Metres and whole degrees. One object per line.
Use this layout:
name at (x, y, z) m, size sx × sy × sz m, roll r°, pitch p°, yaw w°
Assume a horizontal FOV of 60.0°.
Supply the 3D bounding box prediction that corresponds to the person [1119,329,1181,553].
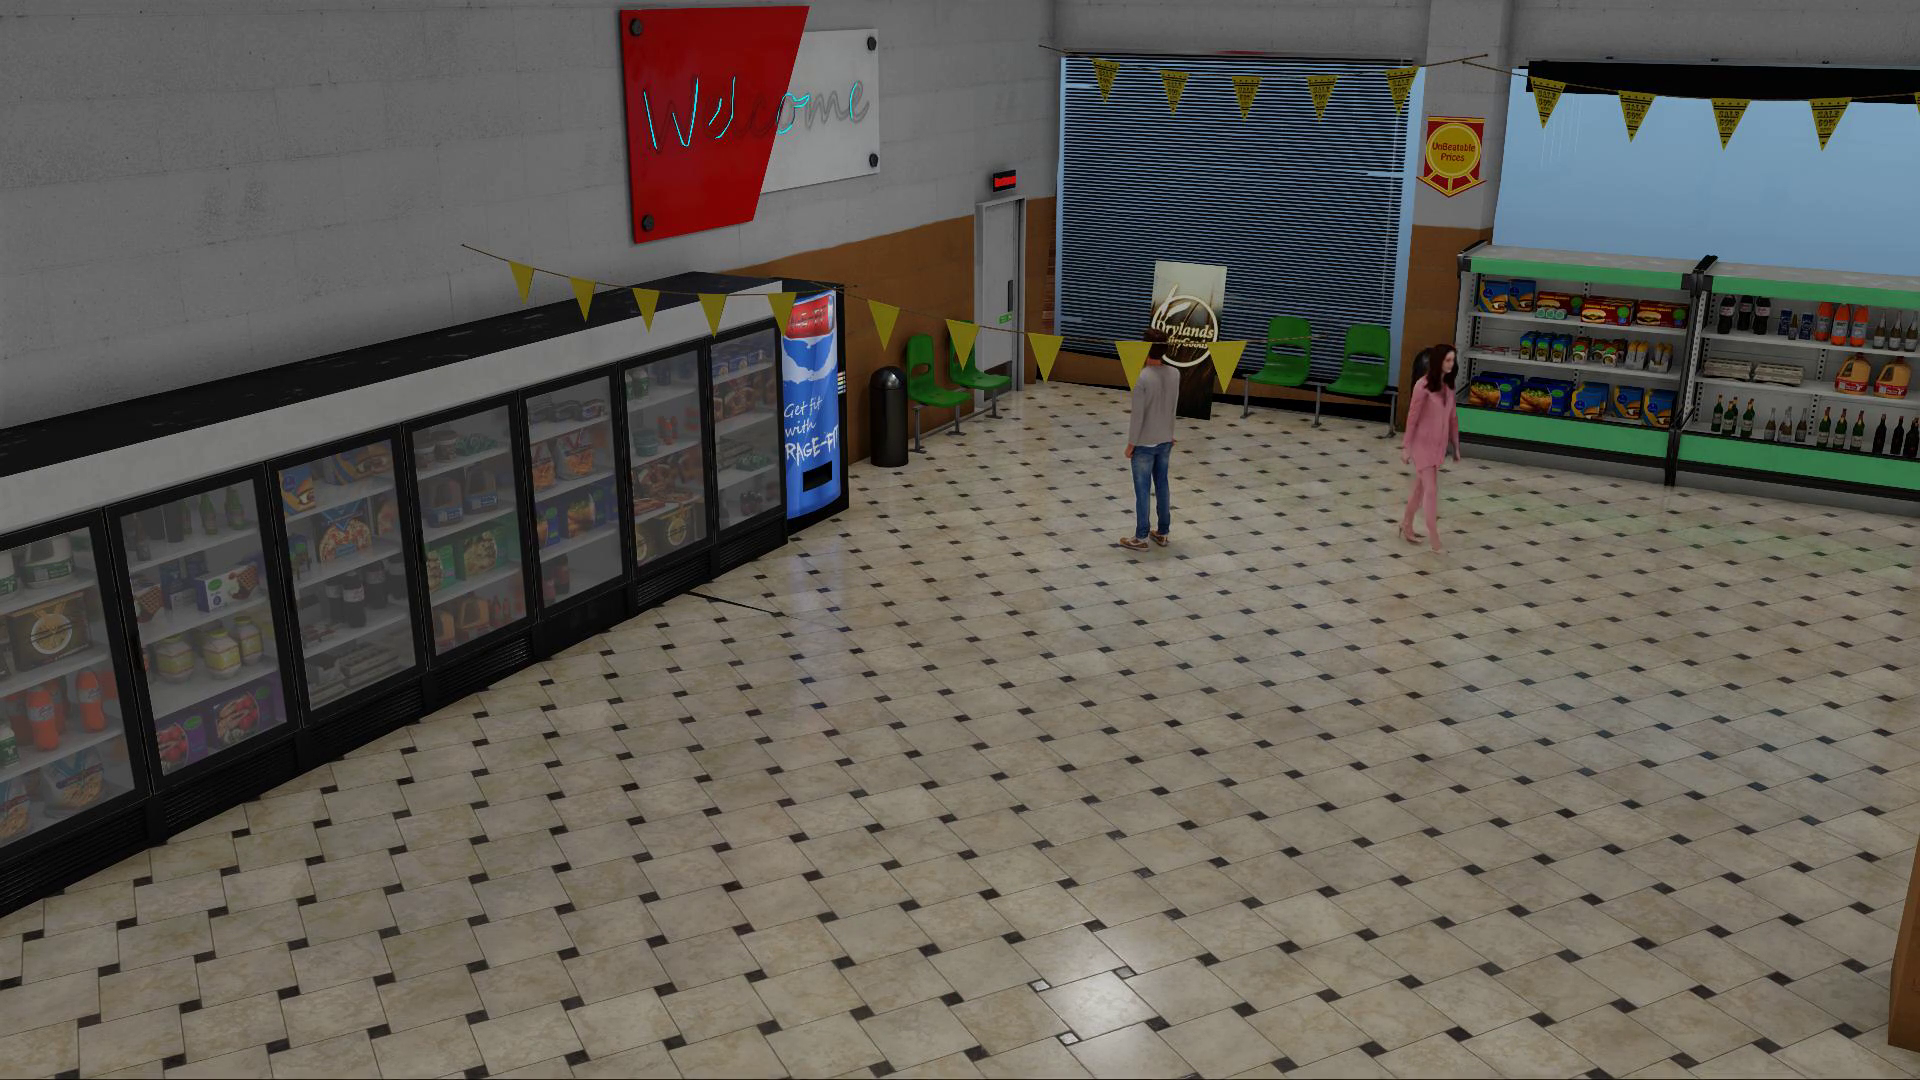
person at (1.634, -0.848, 14.110) m, size 0.741 × 1.906 × 0.732 m, roll -12°, pitch 22°, yaw -33°

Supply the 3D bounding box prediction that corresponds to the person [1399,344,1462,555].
person at (3.924, -0.801, 14.175) m, size 0.890 × 1.774 × 1.029 m, roll -11°, pitch 21°, yaw -29°
